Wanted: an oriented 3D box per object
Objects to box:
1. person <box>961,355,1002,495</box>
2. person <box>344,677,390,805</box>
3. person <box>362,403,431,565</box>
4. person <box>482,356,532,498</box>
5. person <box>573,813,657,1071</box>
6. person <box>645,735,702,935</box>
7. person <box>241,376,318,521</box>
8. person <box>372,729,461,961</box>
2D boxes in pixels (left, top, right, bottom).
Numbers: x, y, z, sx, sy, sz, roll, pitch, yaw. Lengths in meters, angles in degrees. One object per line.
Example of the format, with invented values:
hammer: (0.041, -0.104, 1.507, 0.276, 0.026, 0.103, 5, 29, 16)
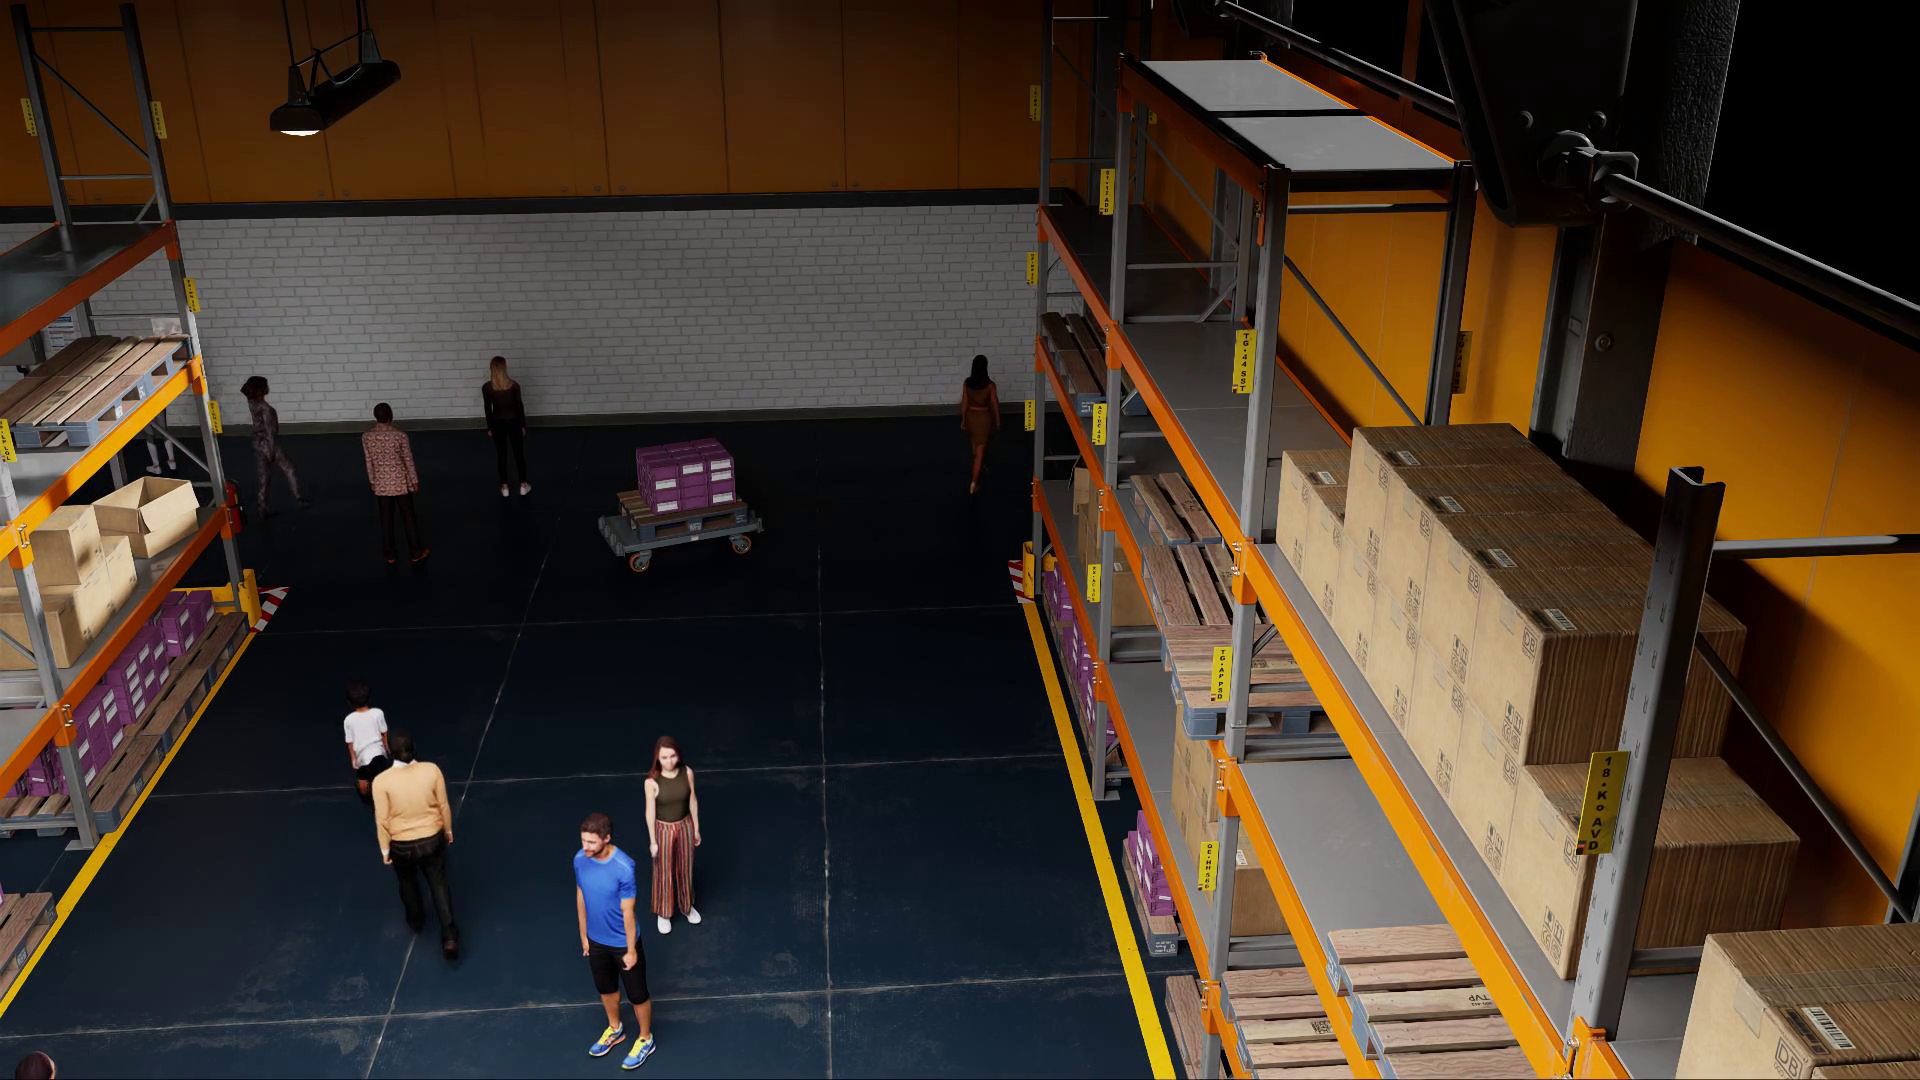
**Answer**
person: (0.198, -1.338, 19.751, 0.855, 1.659, 1.054, 9, 25, 19)
person: (-4.708, 1.713, 13.299, 0.665, 1.236, 0.858, -11, 26, -23)
person: (-6.100, -0.610, 17.899, 0.687, 1.808, 0.598, 0, 24, -1)
person: (-5.380, -1.344, 19.708, 0.598, 1.704, 0.493, -2, 24, -5)
person: (-2.205, 2.527, 10.650, 0.685, 1.865, 0.701, 10, 25, 21)
person: (-2.079, 2.092, 12.024, 0.634, 1.562, 0.630, -11, 26, -24)
person: (-8.001, -1.028, 18.997, 0.900, 1.694, 0.952, 19, 30, 36)
person: (-3.791, 2.158, 11.664, 0.939, 1.729, 1.213, -11, 26, -24)
